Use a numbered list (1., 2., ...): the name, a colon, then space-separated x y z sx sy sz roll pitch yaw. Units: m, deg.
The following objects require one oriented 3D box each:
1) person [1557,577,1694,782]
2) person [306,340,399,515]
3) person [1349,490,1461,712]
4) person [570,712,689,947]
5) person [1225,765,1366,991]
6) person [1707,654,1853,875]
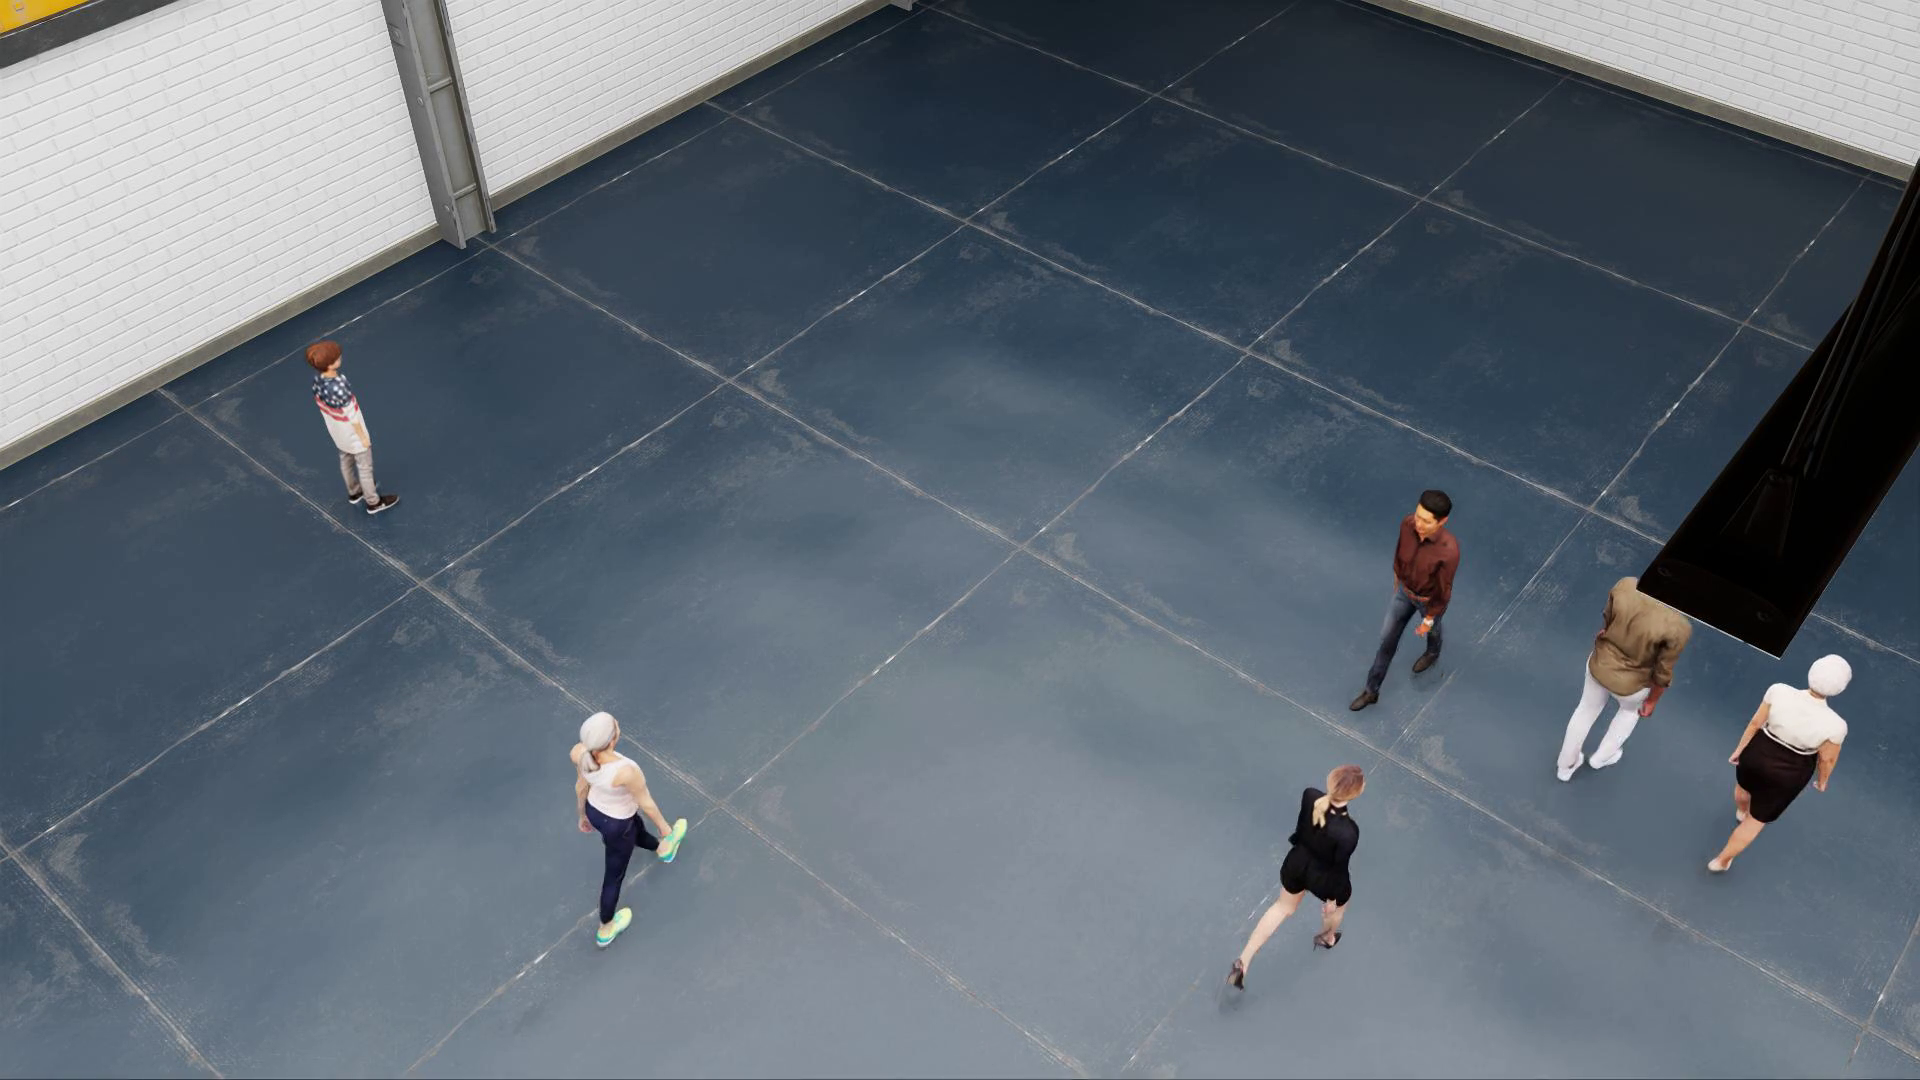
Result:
1. person: 3.855 0.828 9.820 0.800 1.808 0.820 -33 53 -30
2. person: -4.365 -0.816 11.814 0.525 1.439 0.468 27 50 26
3. person: 2.943 0.316 10.414 1.127 1.731 0.726 -31 52 -28
4. person: -1.937 1.619 9.095 0.691 1.665 1.122 25 49 24
5. person: 1.824 1.815 8.840 1.153 1.730 0.789 -25 49 -24
6. person: 4.537 1.328 9.352 0.974 1.730 0.716 -32 52 -29
